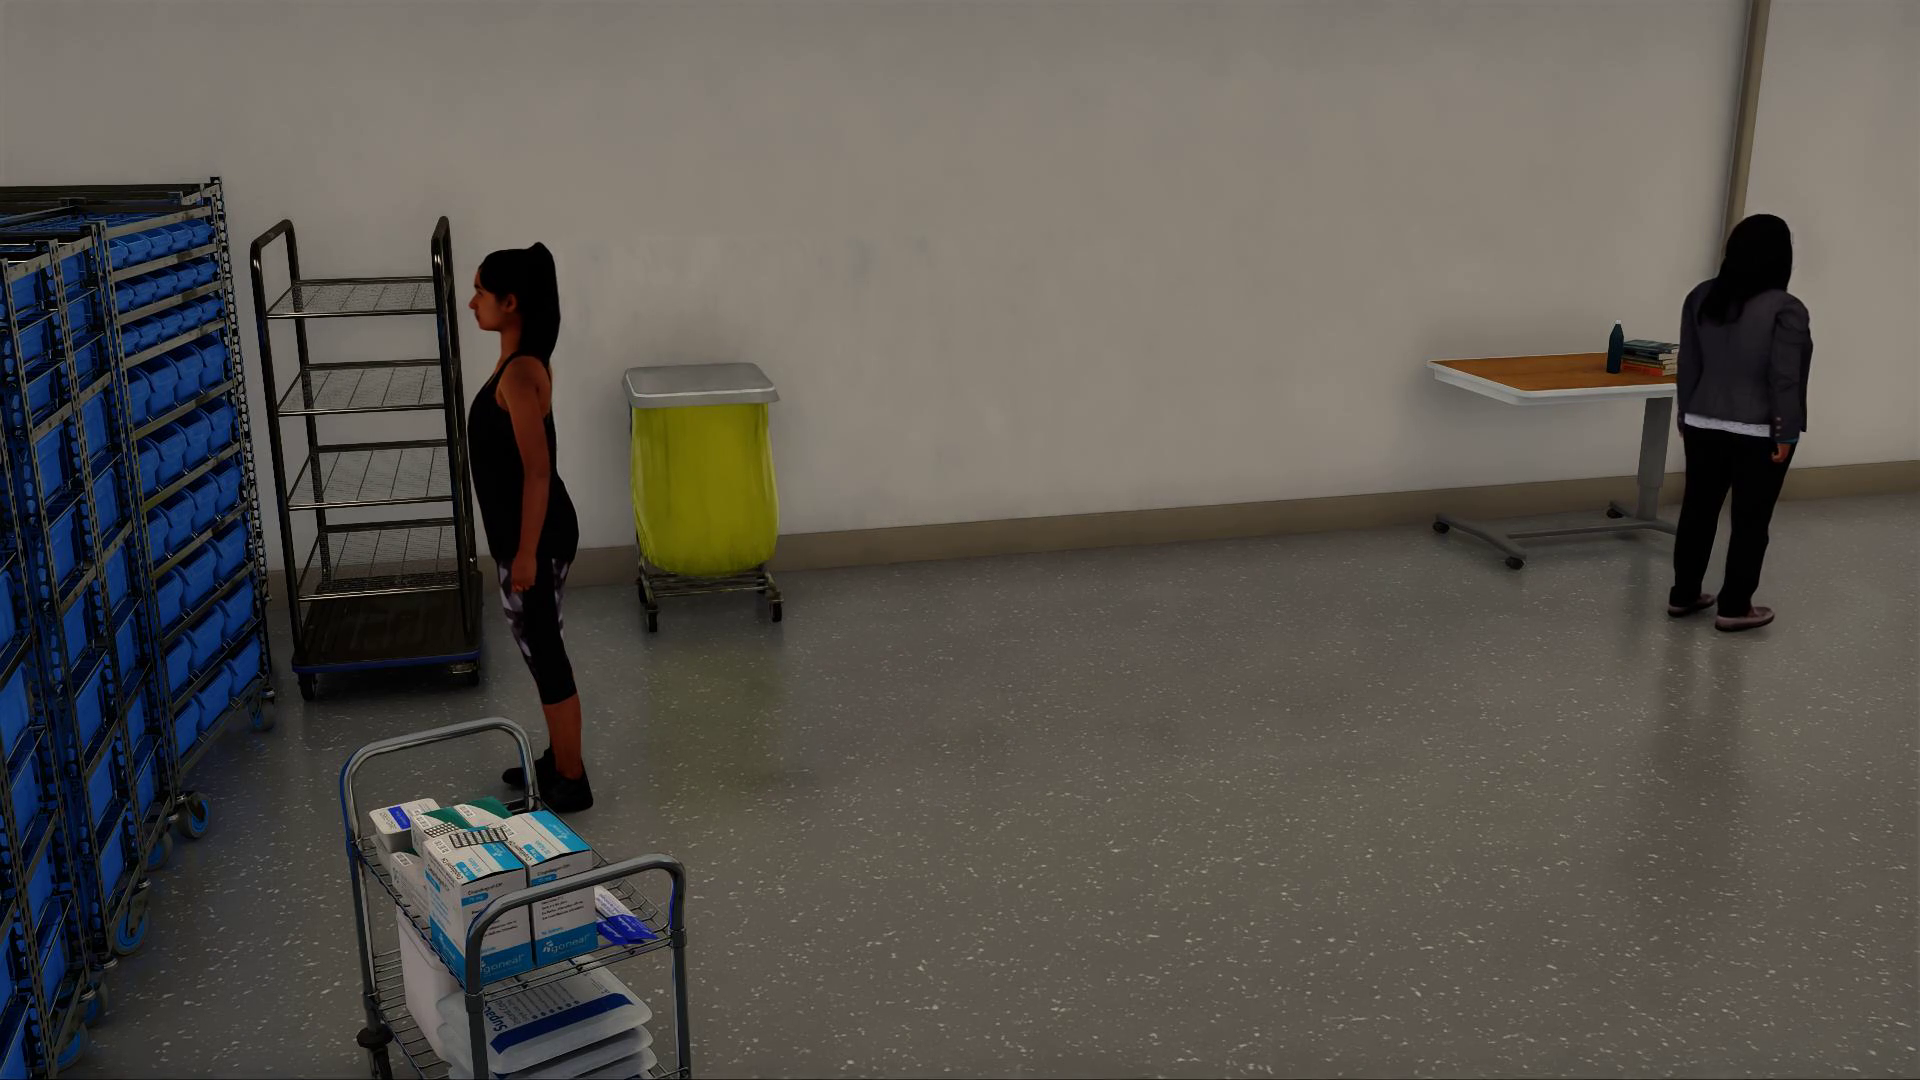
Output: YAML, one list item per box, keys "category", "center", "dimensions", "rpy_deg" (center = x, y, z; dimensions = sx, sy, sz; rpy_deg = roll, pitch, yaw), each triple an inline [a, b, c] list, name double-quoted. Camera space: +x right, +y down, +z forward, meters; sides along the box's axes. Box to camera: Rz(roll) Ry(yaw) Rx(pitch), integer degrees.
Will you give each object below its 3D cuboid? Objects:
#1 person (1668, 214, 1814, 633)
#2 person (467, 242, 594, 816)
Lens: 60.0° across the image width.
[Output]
- category: "person"
  center: [2.998, -0.447, 6.414]
  dimensions: [0.748, 1.597, 0.746]
  rpy_deg: [-9, 18, -30]
- category: "person"
  center: [-1.228, -0.020, 4.777]
  dimensions: [0.499, 1.663, 0.585]
  rpy_deg: [-5, 16, -16]
